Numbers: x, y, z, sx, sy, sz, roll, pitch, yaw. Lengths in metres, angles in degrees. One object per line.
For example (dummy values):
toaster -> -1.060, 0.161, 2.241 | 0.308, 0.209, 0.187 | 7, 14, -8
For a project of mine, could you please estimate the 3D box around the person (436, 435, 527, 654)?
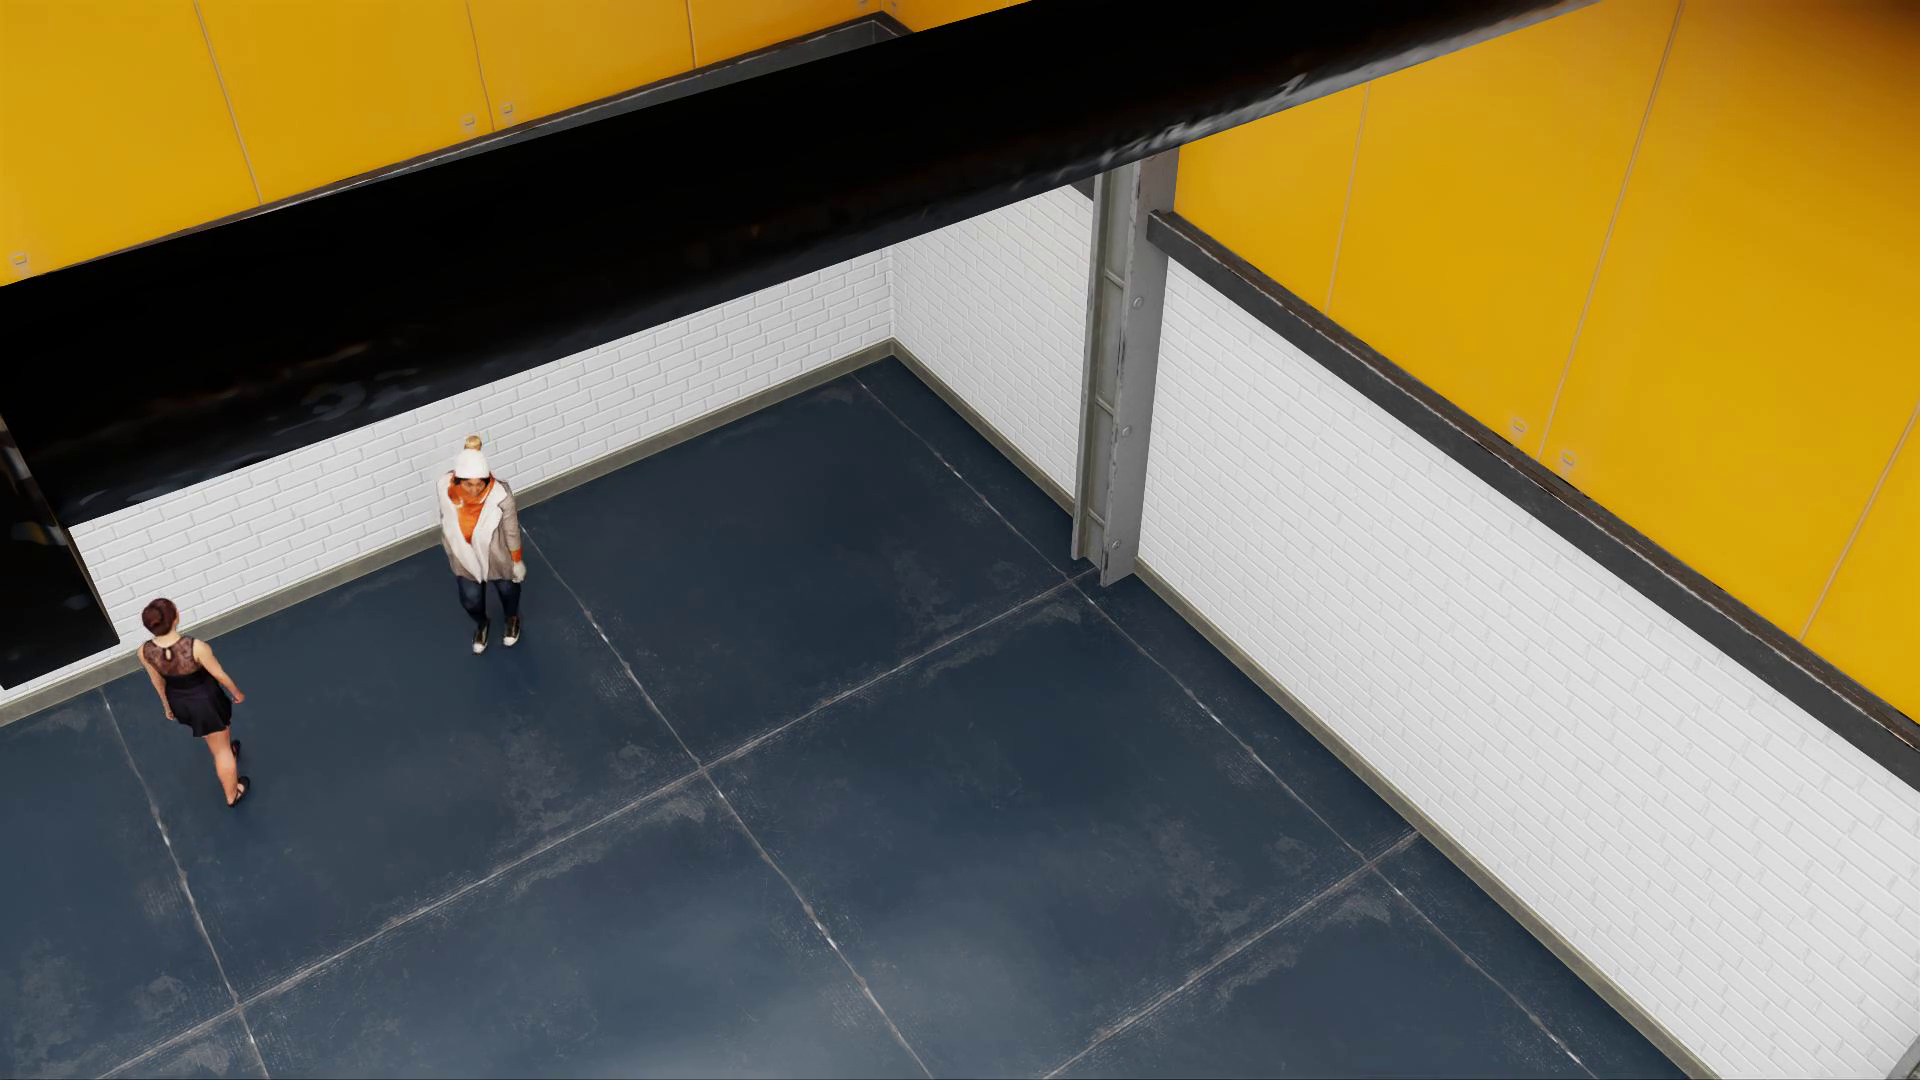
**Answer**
person -> -3.133, -0.015, 10.954 | 0.850, 1.872, 0.889 | 6, 44, 6

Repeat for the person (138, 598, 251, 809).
person -> -4.615, 1.033, 10.006 | 0.812, 1.662, 0.896 | 0, 44, 0
